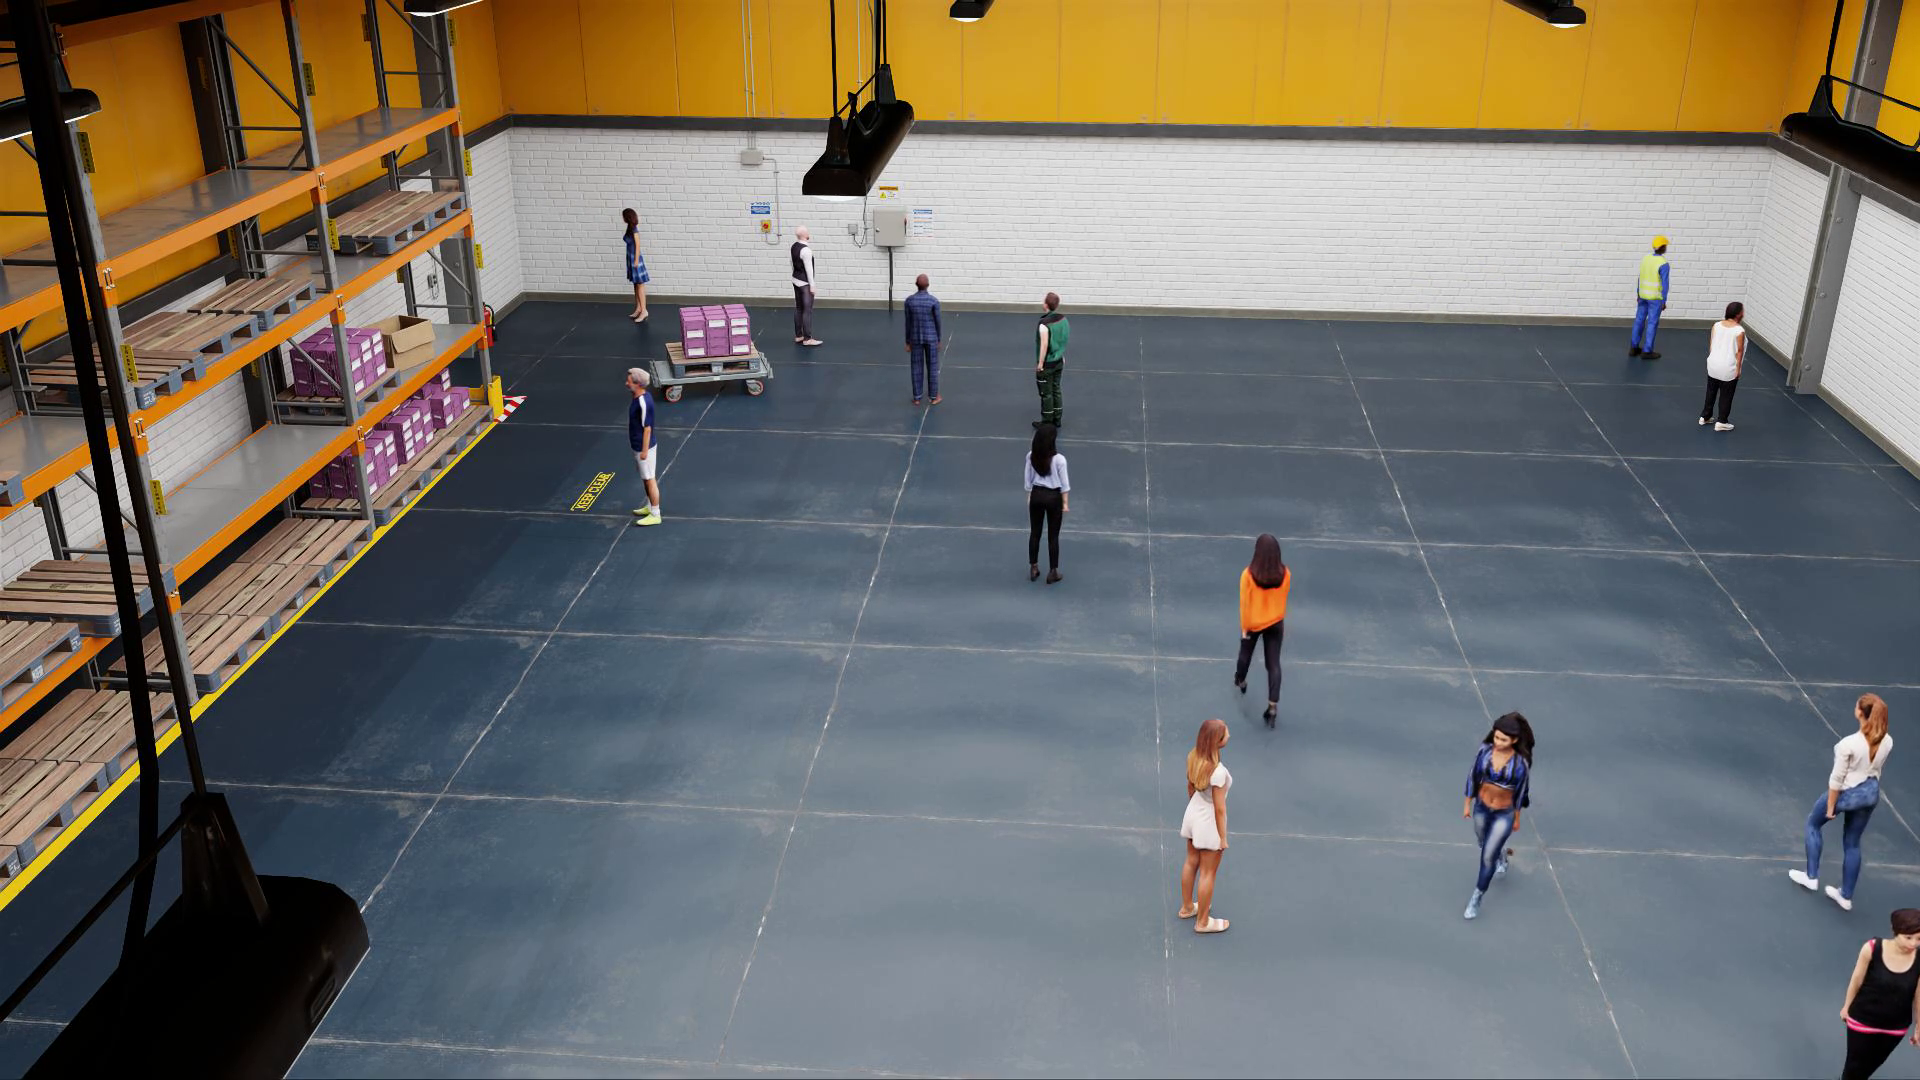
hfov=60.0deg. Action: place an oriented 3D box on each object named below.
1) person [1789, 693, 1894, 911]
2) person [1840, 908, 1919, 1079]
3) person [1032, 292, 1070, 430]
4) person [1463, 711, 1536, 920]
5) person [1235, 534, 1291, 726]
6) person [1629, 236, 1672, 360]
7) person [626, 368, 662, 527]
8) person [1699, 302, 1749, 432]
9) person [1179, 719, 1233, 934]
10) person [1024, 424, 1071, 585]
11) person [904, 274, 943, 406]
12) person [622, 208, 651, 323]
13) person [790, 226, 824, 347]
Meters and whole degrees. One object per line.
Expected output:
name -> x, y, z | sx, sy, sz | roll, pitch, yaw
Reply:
person -> 6.548, 1.940, 12.108 | 0.694, 1.703, 0.760 | -3, 24, -7
person -> 5.631, 2.869, 10.197 | 0.629, 1.533, 0.884 | 5, 24, 12
person -> 1.170, -2.342, 21.733 | 0.800, 1.842, 0.709 | 19, 30, 37
person -> 3.949, 1.966, 12.187 | 0.975, 1.594, 1.104 | 20, 30, 37
person -> 2.709, 0.807, 14.698 | 0.770, 1.706, 1.129 | -2, 24, -6
person -> 10.249, -3.607, 24.662 | 0.813, 1.812, 0.700 | -12, 26, -26
person -> -3.581, -1.078, 18.845 | 0.771, 1.839, 0.632 | -7, 25, -16
person -> 10.049, -2.297, 21.824 | 0.818, 1.686, 0.709 | -10, 25, -21
person -> 1.755, 2.028, 11.915 | 0.720, 1.697, 0.627 | -10, 25, -21
person -> 0.896, -0.388, 17.383 | 0.723, 1.744, 0.679 | 11, 26, 23
person -> -0.491, -2.740, 22.672 | 0.647, 1.819, 0.594 | 3, 24, 6
person -> -5.180, -4.382, 26.443 | 0.818, 1.807, 0.690 | -10, 25, -21
person -> -2.371, -3.869, 25.250 | 0.843, 1.822, 0.754 | -15, 28, -30
